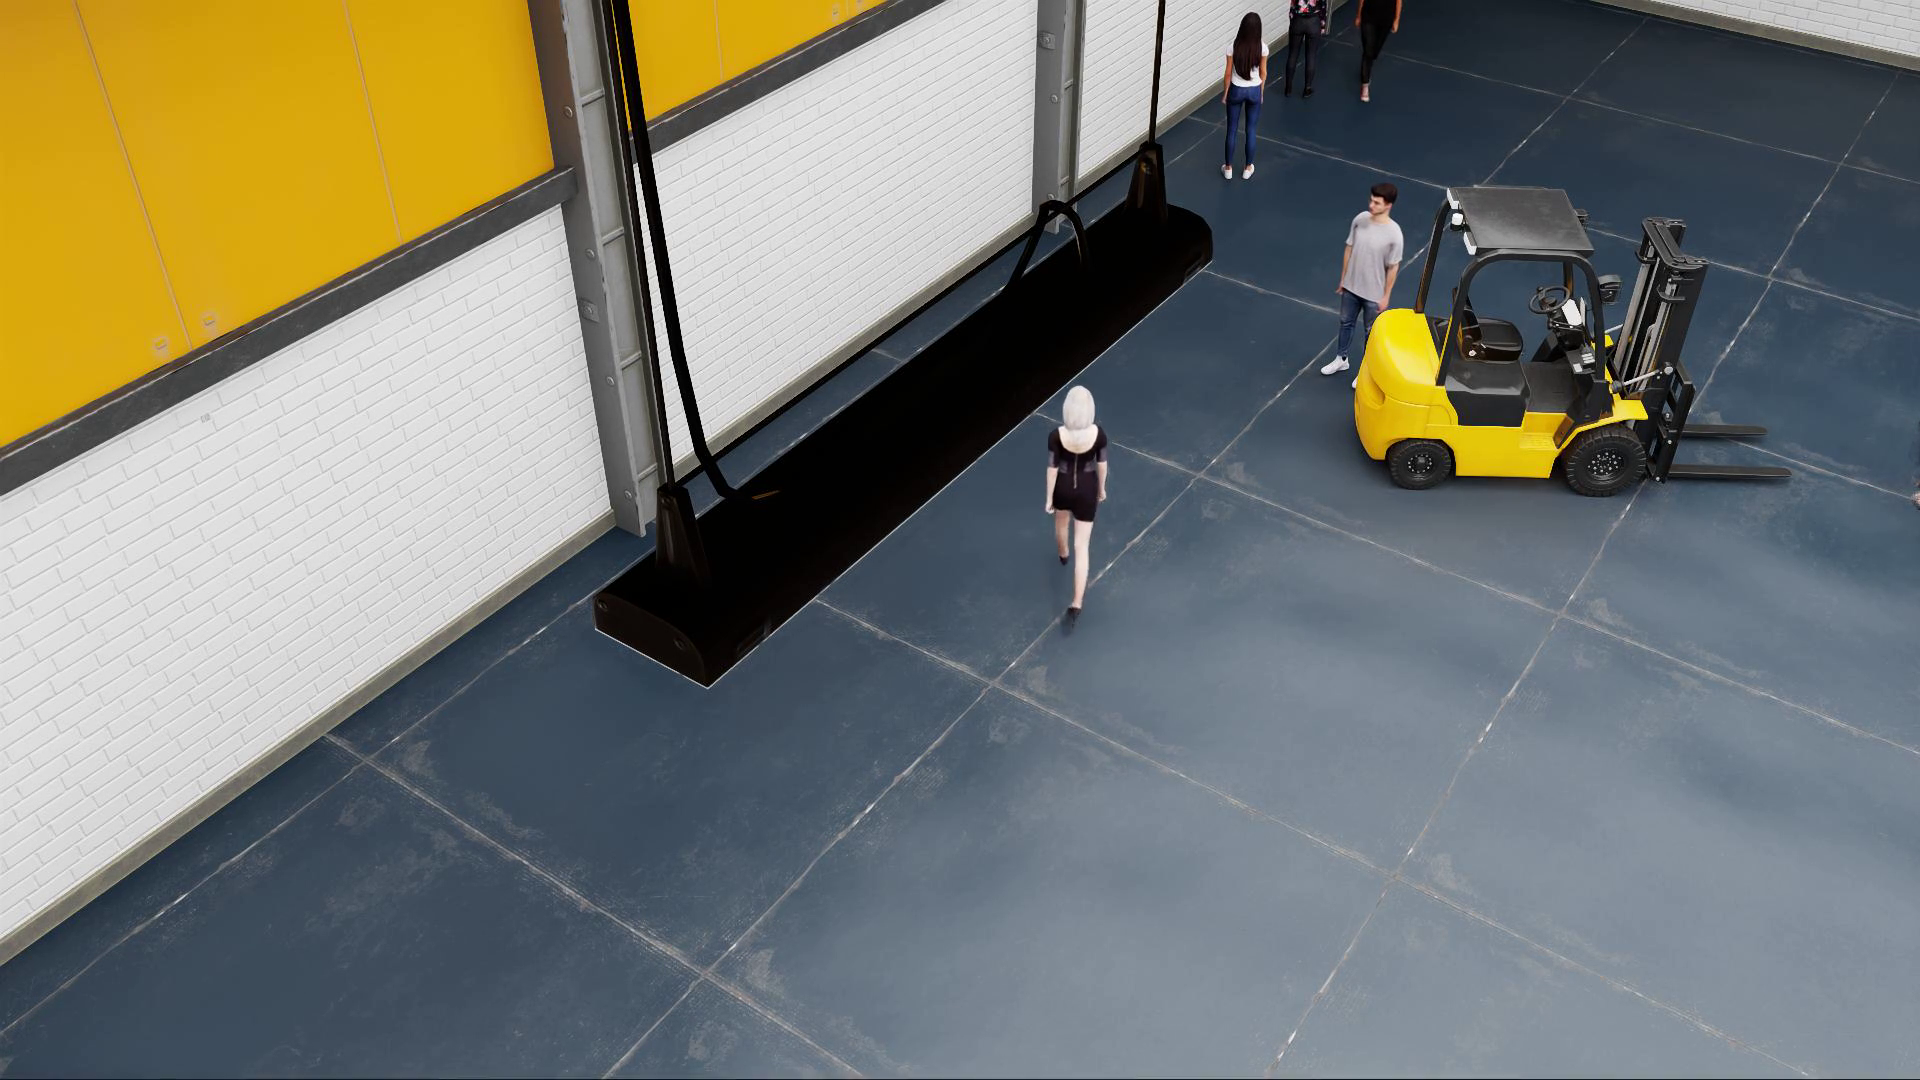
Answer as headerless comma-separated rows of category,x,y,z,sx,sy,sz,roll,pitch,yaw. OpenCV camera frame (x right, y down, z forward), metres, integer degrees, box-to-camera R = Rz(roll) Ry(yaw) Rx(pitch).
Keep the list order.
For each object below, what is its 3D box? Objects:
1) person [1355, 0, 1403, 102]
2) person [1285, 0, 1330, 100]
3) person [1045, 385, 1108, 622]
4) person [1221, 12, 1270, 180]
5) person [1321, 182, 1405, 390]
person,4.773,-5.991,19.010,1.025,1.727,1.250,3,39,4
person,3.931,-5.855,18.874,0.624,1.684,0.584,13,40,16
person,0.827,-0.244,11.768,1.050,1.783,1.232,-1,39,-1
person,2.945,-4.594,17.223,0.663,1.775,0.664,5,39,6
person,3.464,-2.177,14.106,0.636,1.886,0.713,-31,48,-33
